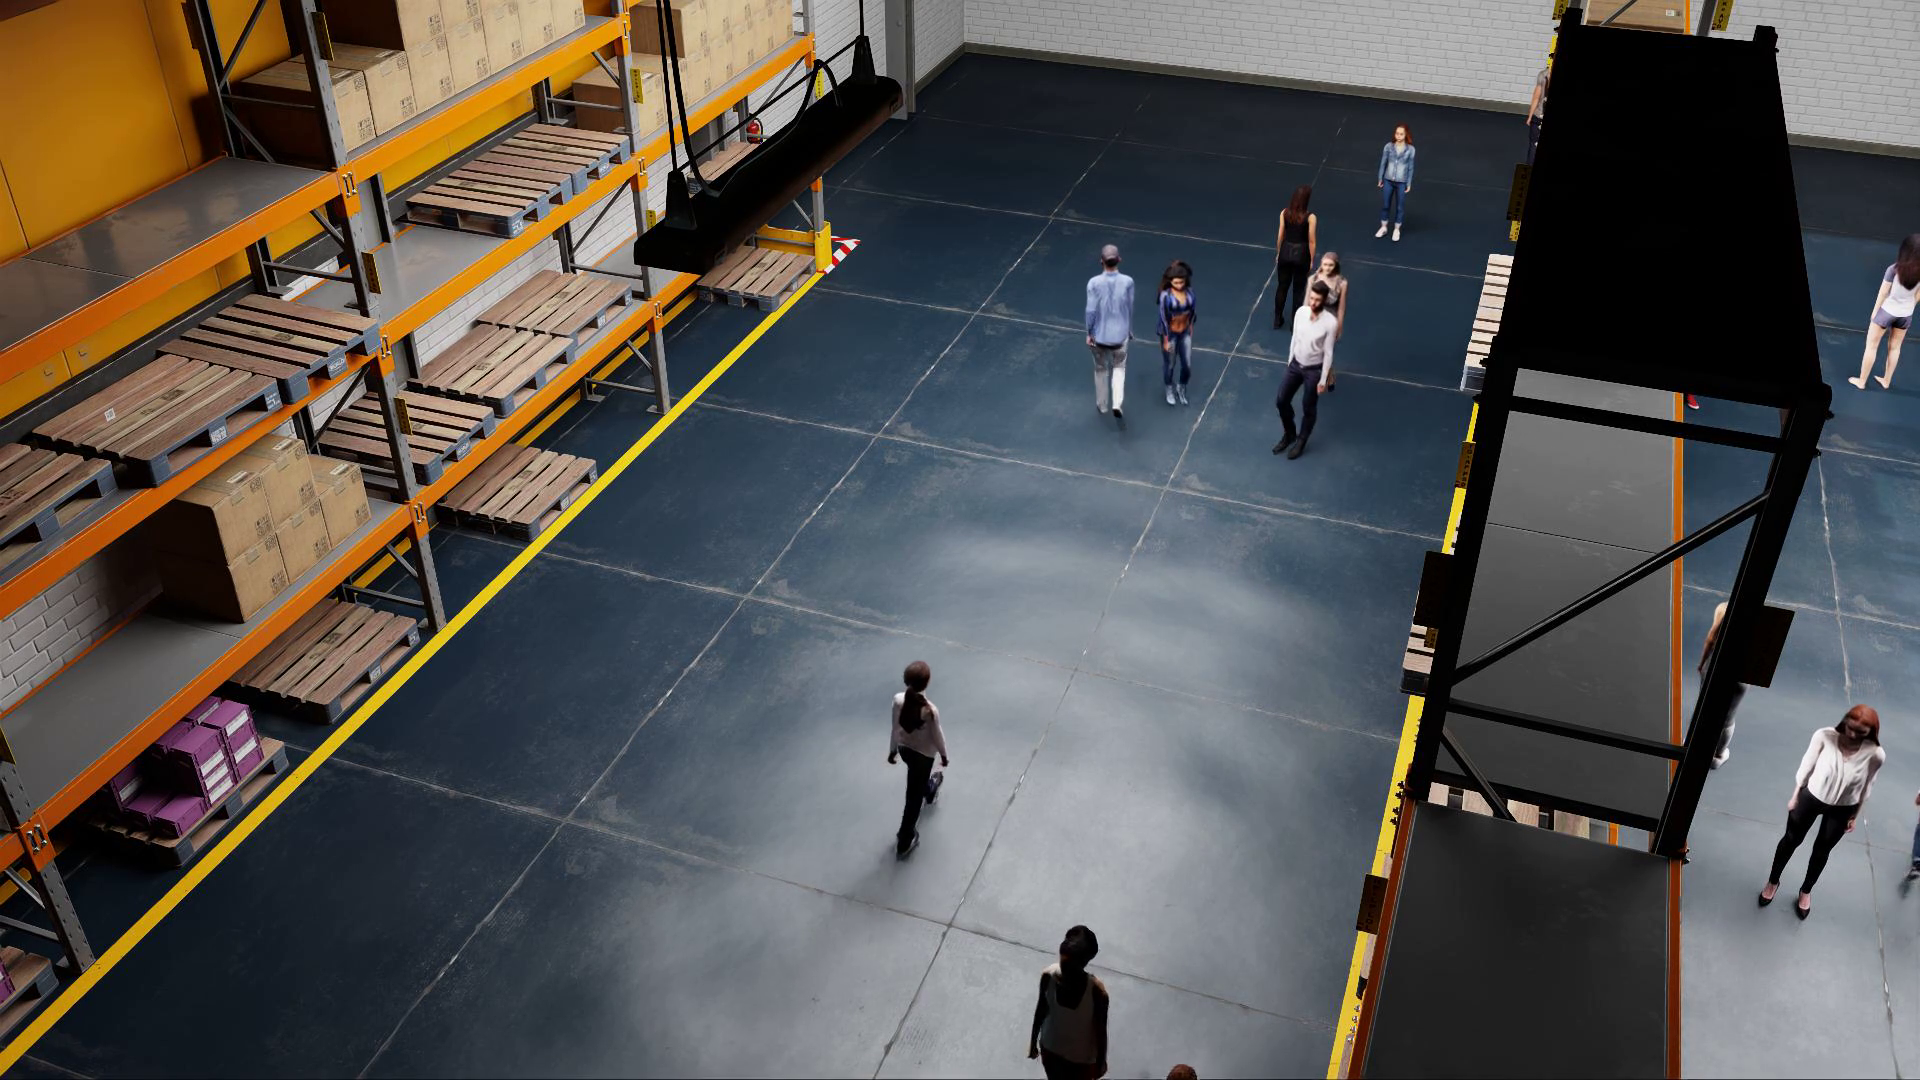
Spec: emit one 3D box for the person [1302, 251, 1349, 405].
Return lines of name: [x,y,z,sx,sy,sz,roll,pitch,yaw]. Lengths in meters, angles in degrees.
person: [3.730,-2.210,17.078,0.606,1.691,0.724,15,36,21]

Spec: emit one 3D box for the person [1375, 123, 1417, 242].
person: [5.426,-4.469,20.671,0.578,1.475,0.511,15,36,21]

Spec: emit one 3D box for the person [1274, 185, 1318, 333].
person: [3.712,-3.132,18.469,0.625,1.687,0.581,17,37,24]

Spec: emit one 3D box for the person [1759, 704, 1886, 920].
person: [5.729,1.771,11.024,0.618,1.762,0.543,17,37,23]

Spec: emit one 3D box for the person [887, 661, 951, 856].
person: [-0.351,1.546,11.579,0.675,1.523,1.043,18,38,25]

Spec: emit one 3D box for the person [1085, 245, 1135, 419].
person: [1.512,-2.036,16.653,0.826,1.872,0.960,0,34,0]

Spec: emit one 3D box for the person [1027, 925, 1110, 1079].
person: [0.666,2.831,9.438,0.672,1.753,0.715,19,38,26]

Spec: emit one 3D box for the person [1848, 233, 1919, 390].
person: [9.723,-2.373,17.311,0.652,1.704,0.637,-1,34,-2]

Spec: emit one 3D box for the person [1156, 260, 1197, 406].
person: [2.167,-2.126,17.022,0.758,1.613,0.802,-11,35,-16]

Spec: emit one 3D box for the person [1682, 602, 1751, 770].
person: [5.678,0.961,12.297,0.601,1.702,0.591,18,38,25]

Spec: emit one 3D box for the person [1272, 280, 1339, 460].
person: [3.424,-1.693,16.144,0.751,1.863,0.754,27,42,34]
